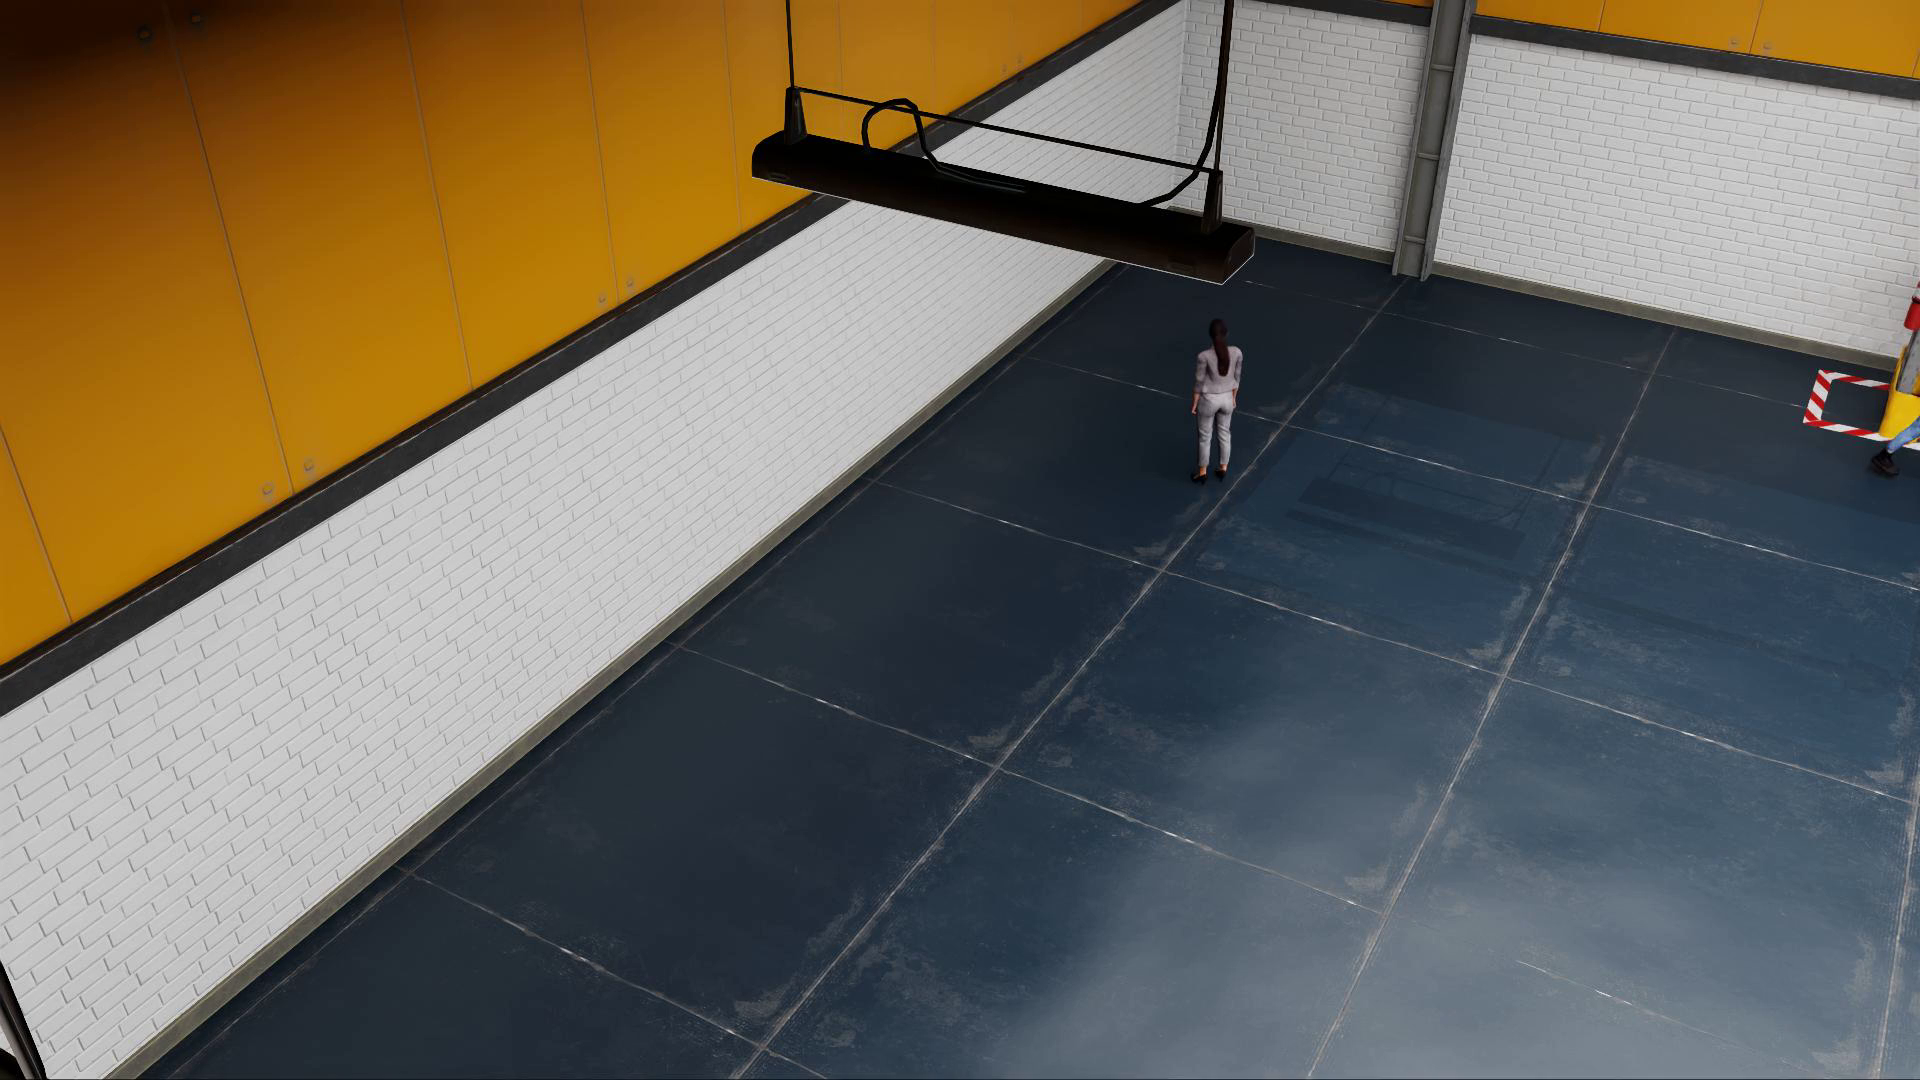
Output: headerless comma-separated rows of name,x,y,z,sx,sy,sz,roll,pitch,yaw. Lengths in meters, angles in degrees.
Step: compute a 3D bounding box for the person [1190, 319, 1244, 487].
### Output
person,2.364,-1.271,15.416,0.711,1.677,0.769,-9,35,-13
